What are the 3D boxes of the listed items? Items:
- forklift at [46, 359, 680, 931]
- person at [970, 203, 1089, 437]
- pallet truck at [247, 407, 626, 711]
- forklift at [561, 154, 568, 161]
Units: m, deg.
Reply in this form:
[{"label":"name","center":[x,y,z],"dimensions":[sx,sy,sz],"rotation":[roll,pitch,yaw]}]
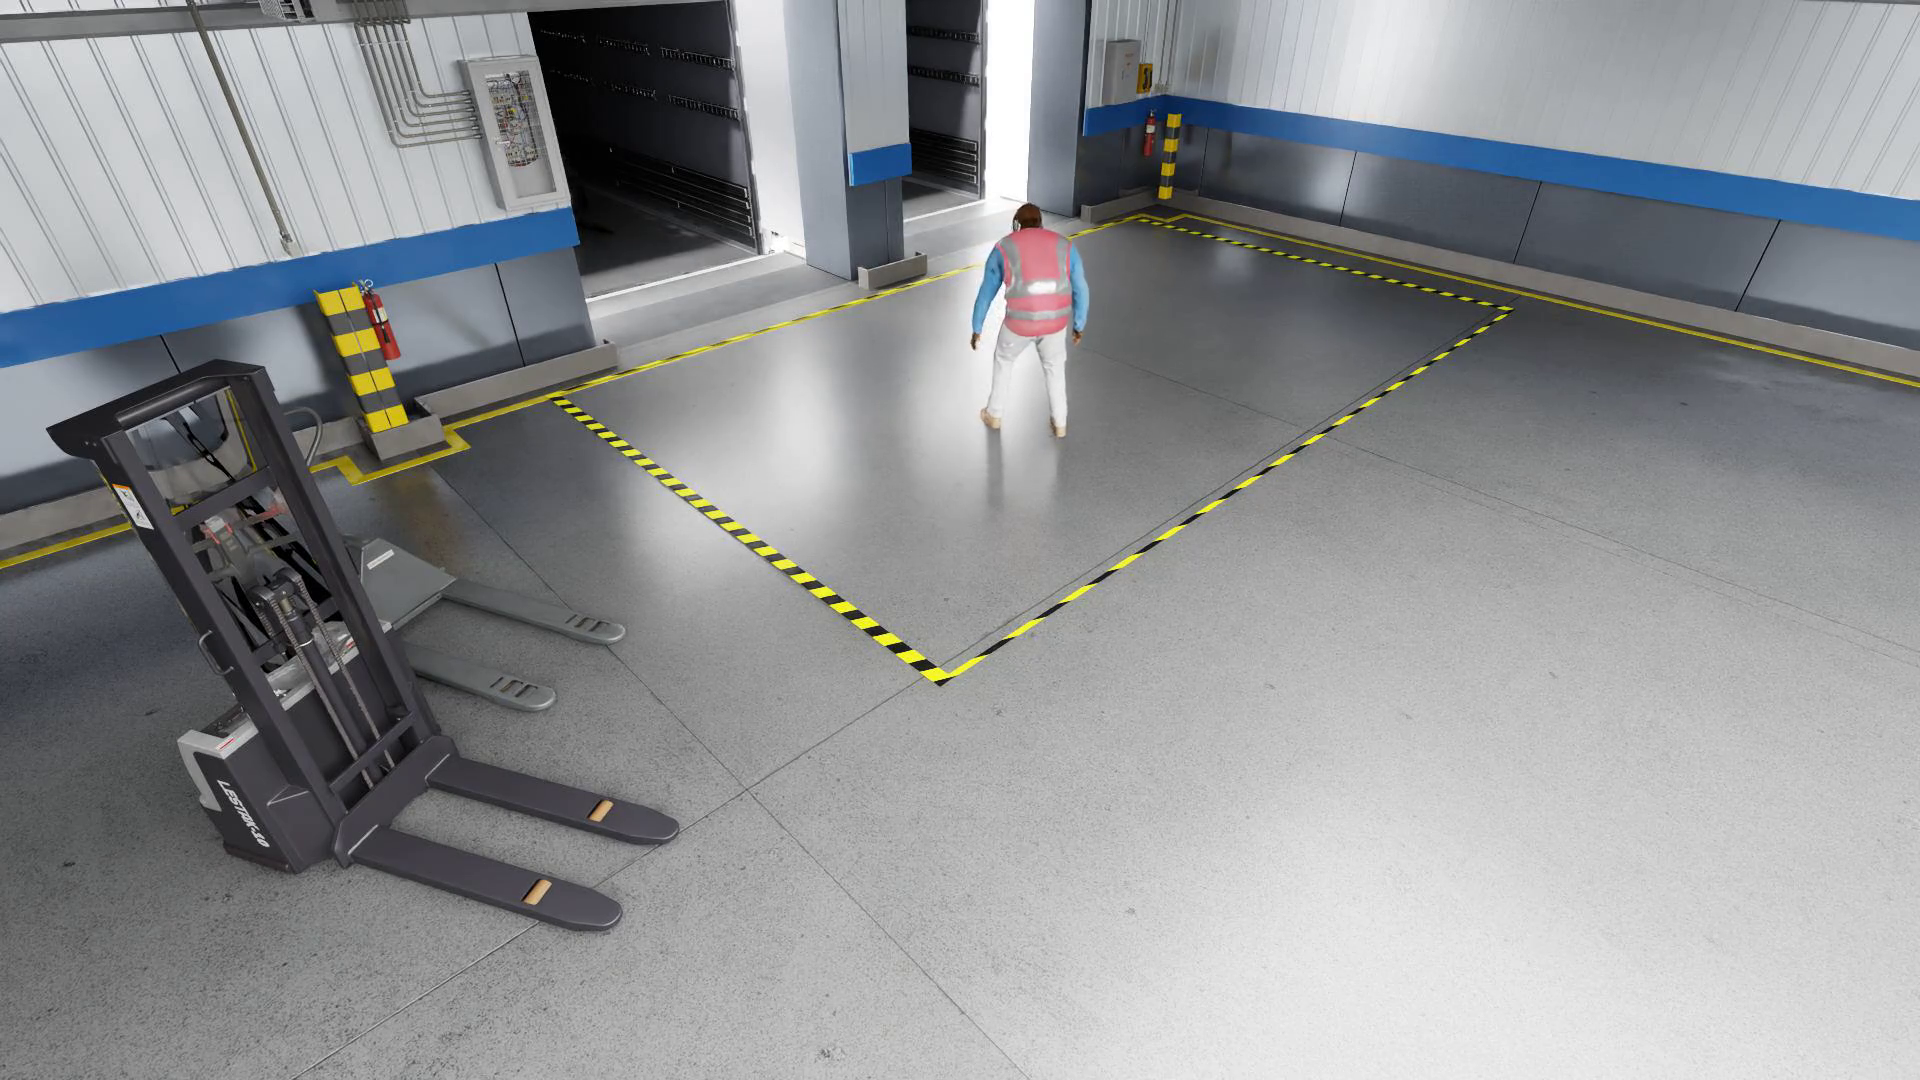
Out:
[{"label":"forklift","center":[-2.135,0.422,3.354],"dimensions":[1.885,1.965,0.823],"rotation":[10,35,14]},{"label":"person","center":[0.492,-1.572,6.674],"dimensions":[0.838,1.573,0.779],"rotation":[-5,35,-7]},{"label":"pallet truck","center":[-2.628,0.038,4.590],"dimensions":[1.601,1.201,0.680],"rotation":[12,36,18]},{"label":"forklift","center":[-5.979,-5.261,11.392],"dimensions":[2.680,2.036,1.157],"rotation":[29,44,36]}]
